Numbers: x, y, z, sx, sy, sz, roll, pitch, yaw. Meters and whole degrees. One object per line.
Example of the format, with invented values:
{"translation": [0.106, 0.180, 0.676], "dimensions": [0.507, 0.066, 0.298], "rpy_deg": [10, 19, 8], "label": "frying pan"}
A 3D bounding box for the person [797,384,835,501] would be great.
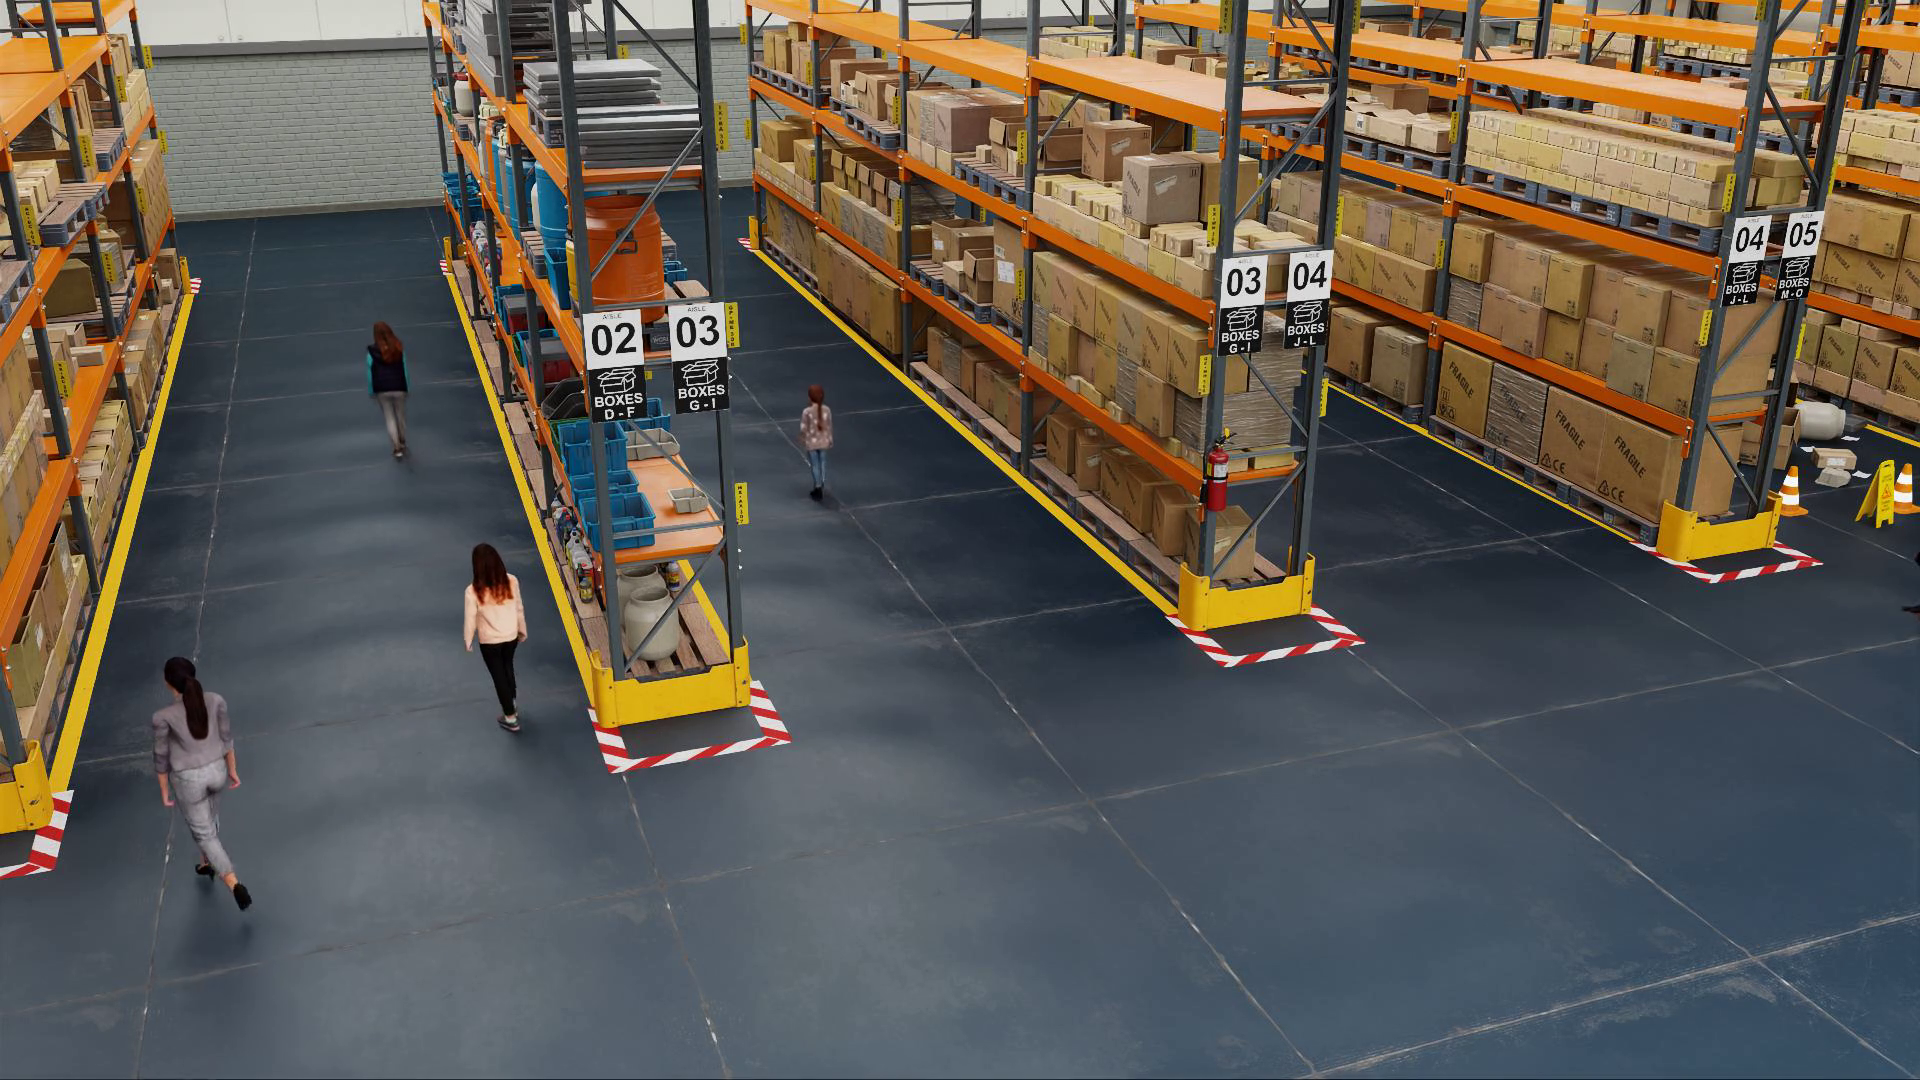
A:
{"translation": [-1.433, -0.978, 16.877], "dimensions": [0.520, 1.181, 0.609], "rpy_deg": [-12, 25, -27], "label": "person"}

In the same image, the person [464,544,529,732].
{"translation": [-3.384, 0.740, 12.297], "dimensions": [0.692, 1.470, 0.714], "rpy_deg": [-18, 28, -37], "label": "person"}

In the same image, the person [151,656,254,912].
{"translation": [-4.606, 1.520, 10.158], "dimensions": [1.176, 1.645, 0.960], "rpy_deg": [18, 28, 37], "label": "person"}

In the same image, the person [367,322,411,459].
{"translation": [-6.182, -1.612, 18.038], "dimensions": [0.616, 1.477, 0.855], "rpy_deg": [-10, 24, -22], "label": "person"}
